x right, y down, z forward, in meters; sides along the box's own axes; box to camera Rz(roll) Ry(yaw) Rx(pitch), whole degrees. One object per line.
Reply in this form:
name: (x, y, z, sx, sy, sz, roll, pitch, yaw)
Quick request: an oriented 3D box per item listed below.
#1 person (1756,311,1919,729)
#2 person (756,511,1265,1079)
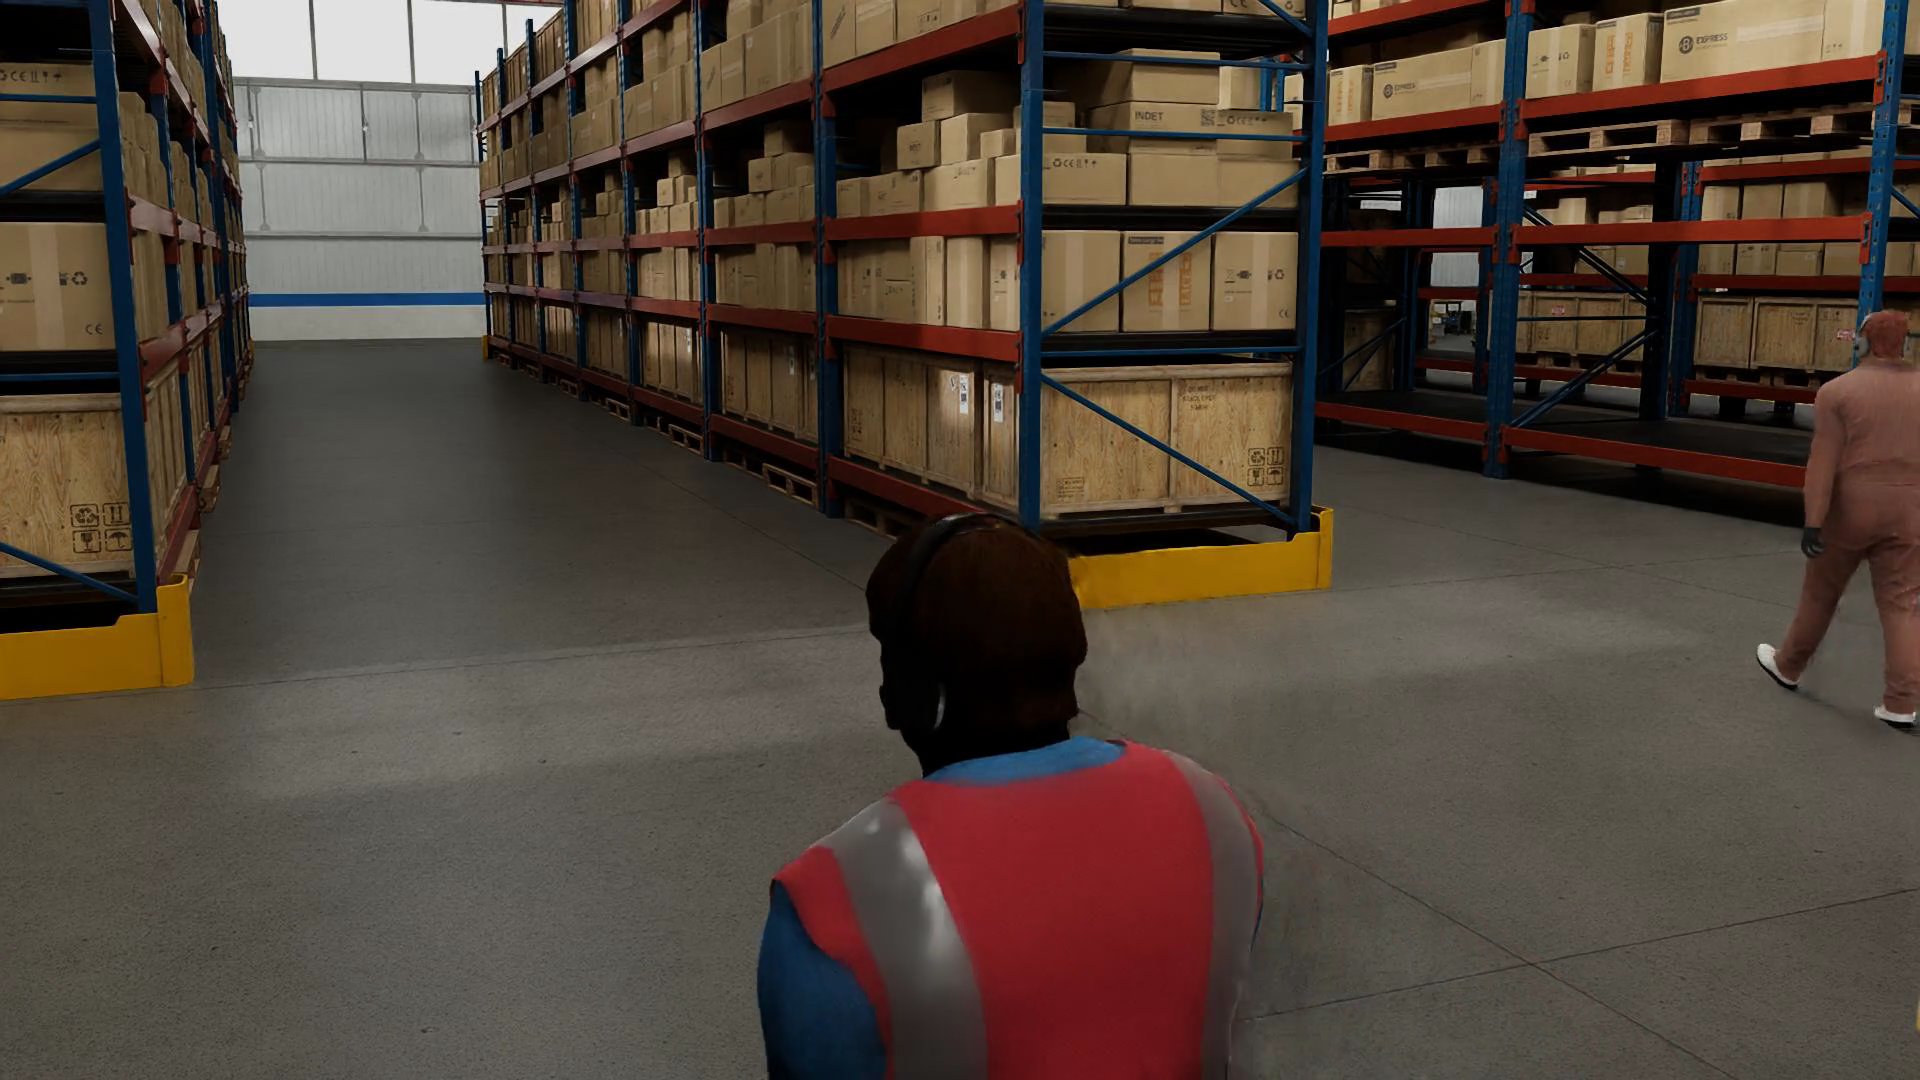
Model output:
person: (4.158, -0.119, 7.673, 0.688, 1.844, 0.999, 1, 9, 4)
person: (0.008, 0.864, 1.891, 0.642, 1.812, 0.822, -5, 11, -29)
